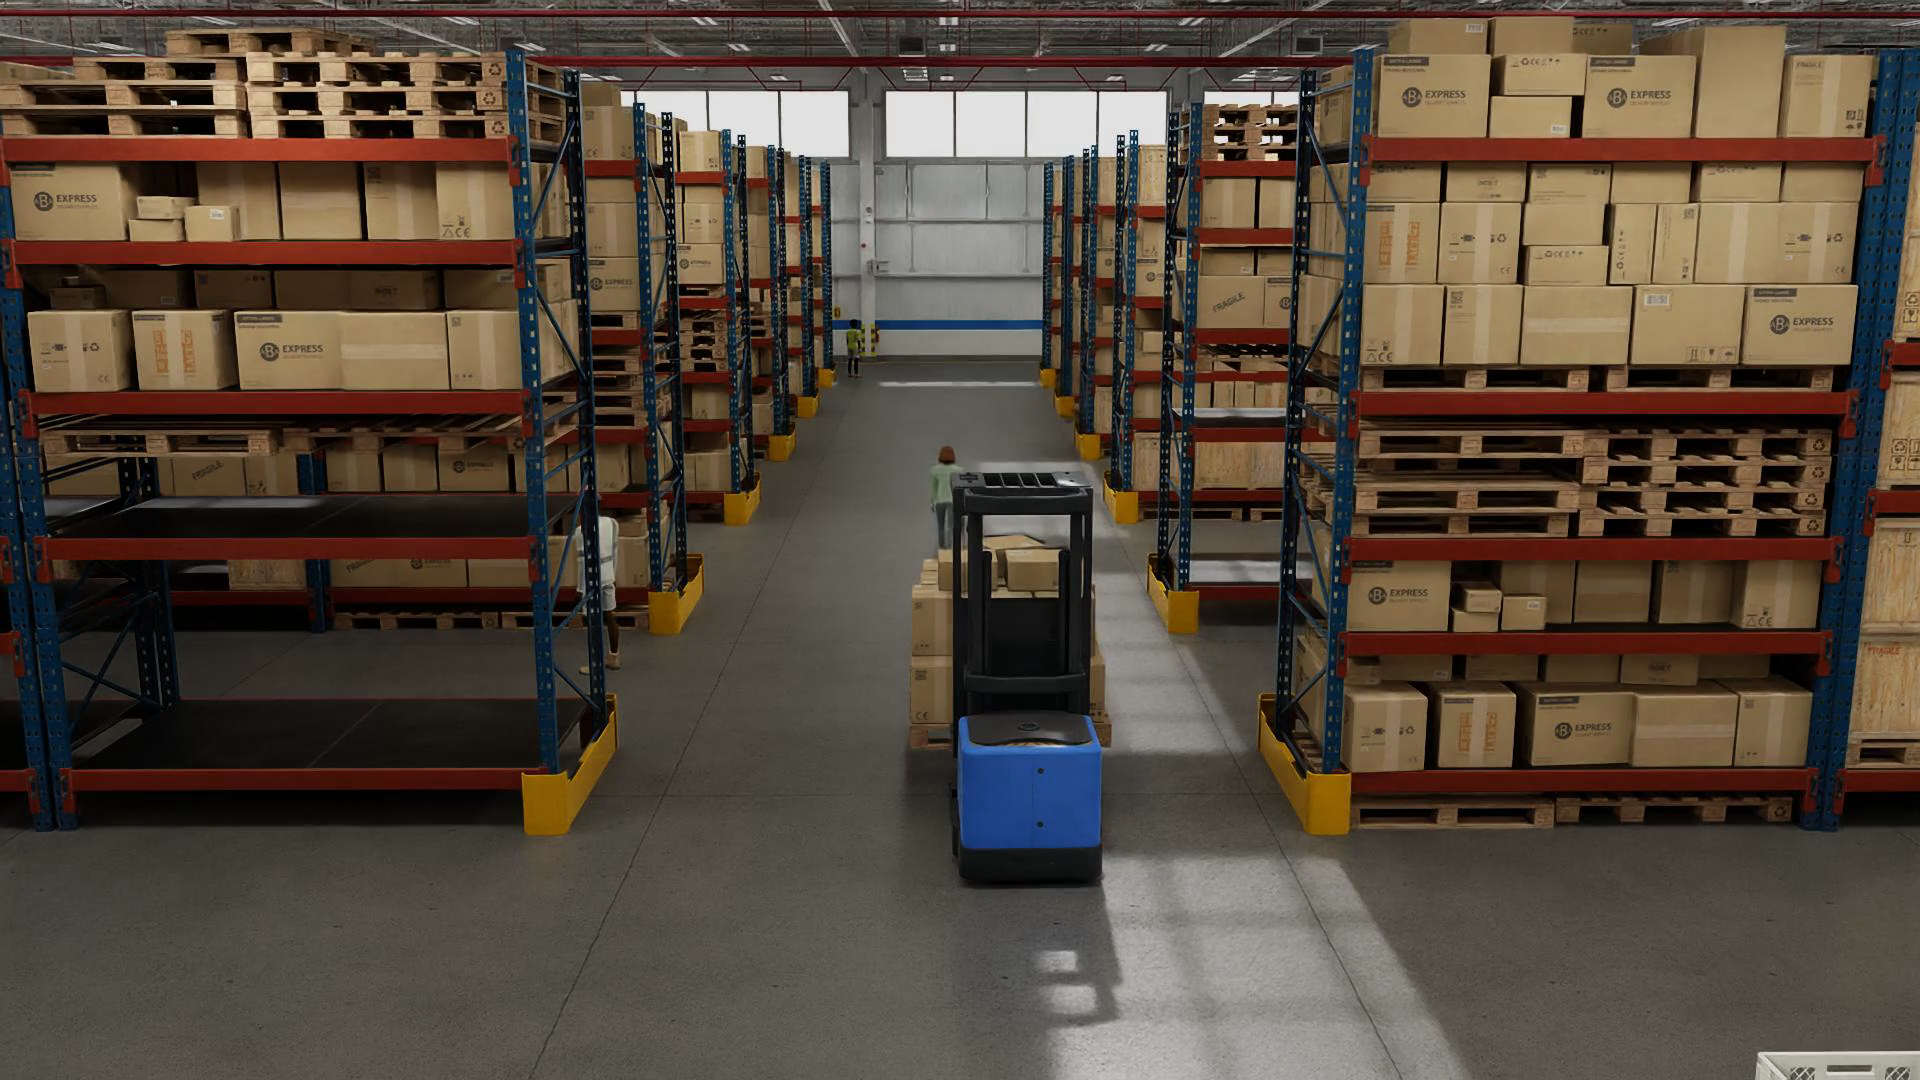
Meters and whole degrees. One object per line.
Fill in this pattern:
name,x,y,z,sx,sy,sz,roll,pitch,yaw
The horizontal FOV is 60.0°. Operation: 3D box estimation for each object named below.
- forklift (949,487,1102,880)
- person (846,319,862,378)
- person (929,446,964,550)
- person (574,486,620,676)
forklift,0.495,0.986,12.813,1.129,2.768,1.873,0,11,-2
person,-3.063,-5.531,48.056,0.541,1.695,0.315,9,15,38
person,-0.171,-0.532,23.533,0.500,1.590,0.852,1,11,7
person,-3.879,0.433,17.664,0.391,2.034,0.605,6,13,28
